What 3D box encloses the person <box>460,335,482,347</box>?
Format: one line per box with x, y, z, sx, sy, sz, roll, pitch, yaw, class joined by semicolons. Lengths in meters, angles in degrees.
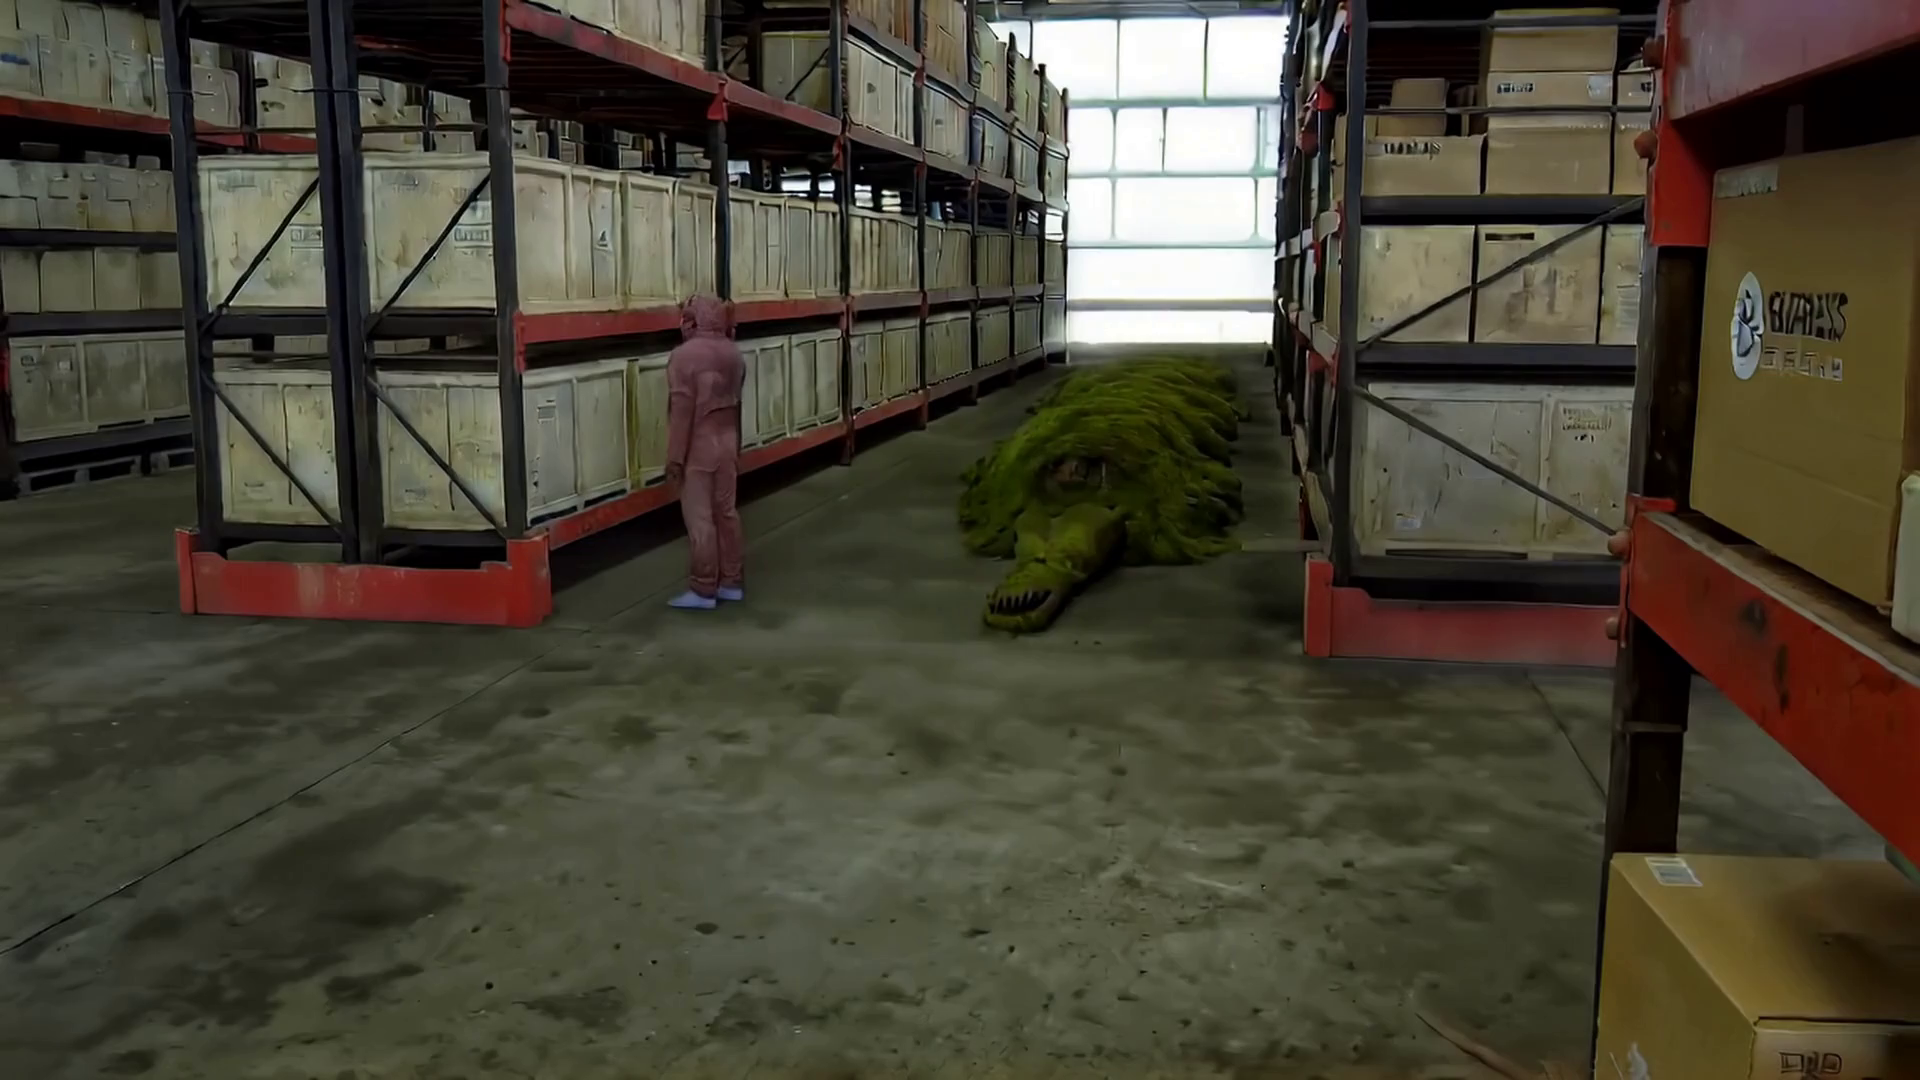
-5.140;-1.850;18.176;0.643;1.910;0.411;-5;10;-27;person

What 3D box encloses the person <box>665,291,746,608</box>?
-1.572;-0.547;10.092;0.402;1.906;0.652;5;10;28;person
